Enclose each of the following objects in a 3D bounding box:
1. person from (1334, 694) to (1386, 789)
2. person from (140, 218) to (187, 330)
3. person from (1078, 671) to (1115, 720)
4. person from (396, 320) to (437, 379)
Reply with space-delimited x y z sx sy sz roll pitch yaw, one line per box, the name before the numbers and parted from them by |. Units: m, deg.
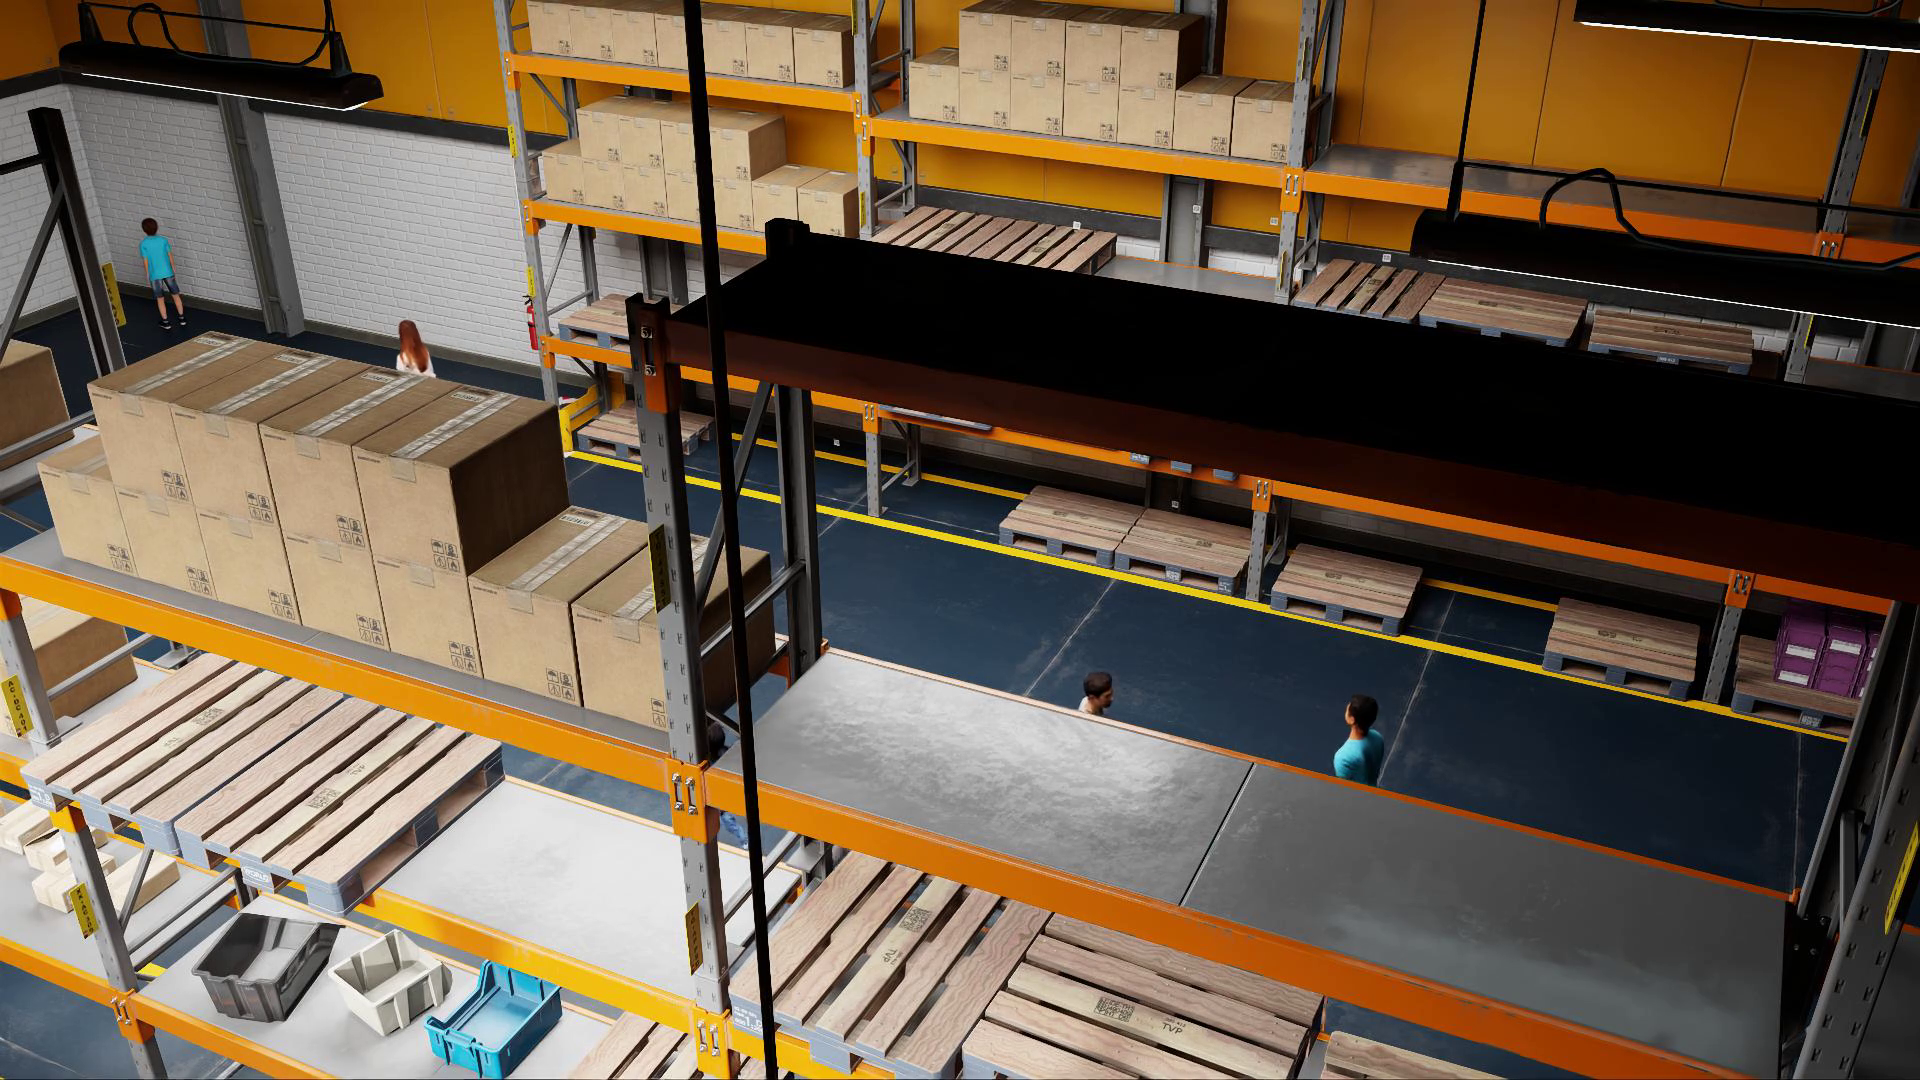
person | 2.764 1.893 11.342 0.966 1.725 1.215 -21 35 -33
person | -10.296 -3.454 21.432 0.587 1.449 0.597 -23 36 -35
person | 0.825 1.632 11.859 0.905 1.687 0.603 12 31 20
person | -5.633 -1.457 17.527 1.162 1.682 0.644 15 32 26
